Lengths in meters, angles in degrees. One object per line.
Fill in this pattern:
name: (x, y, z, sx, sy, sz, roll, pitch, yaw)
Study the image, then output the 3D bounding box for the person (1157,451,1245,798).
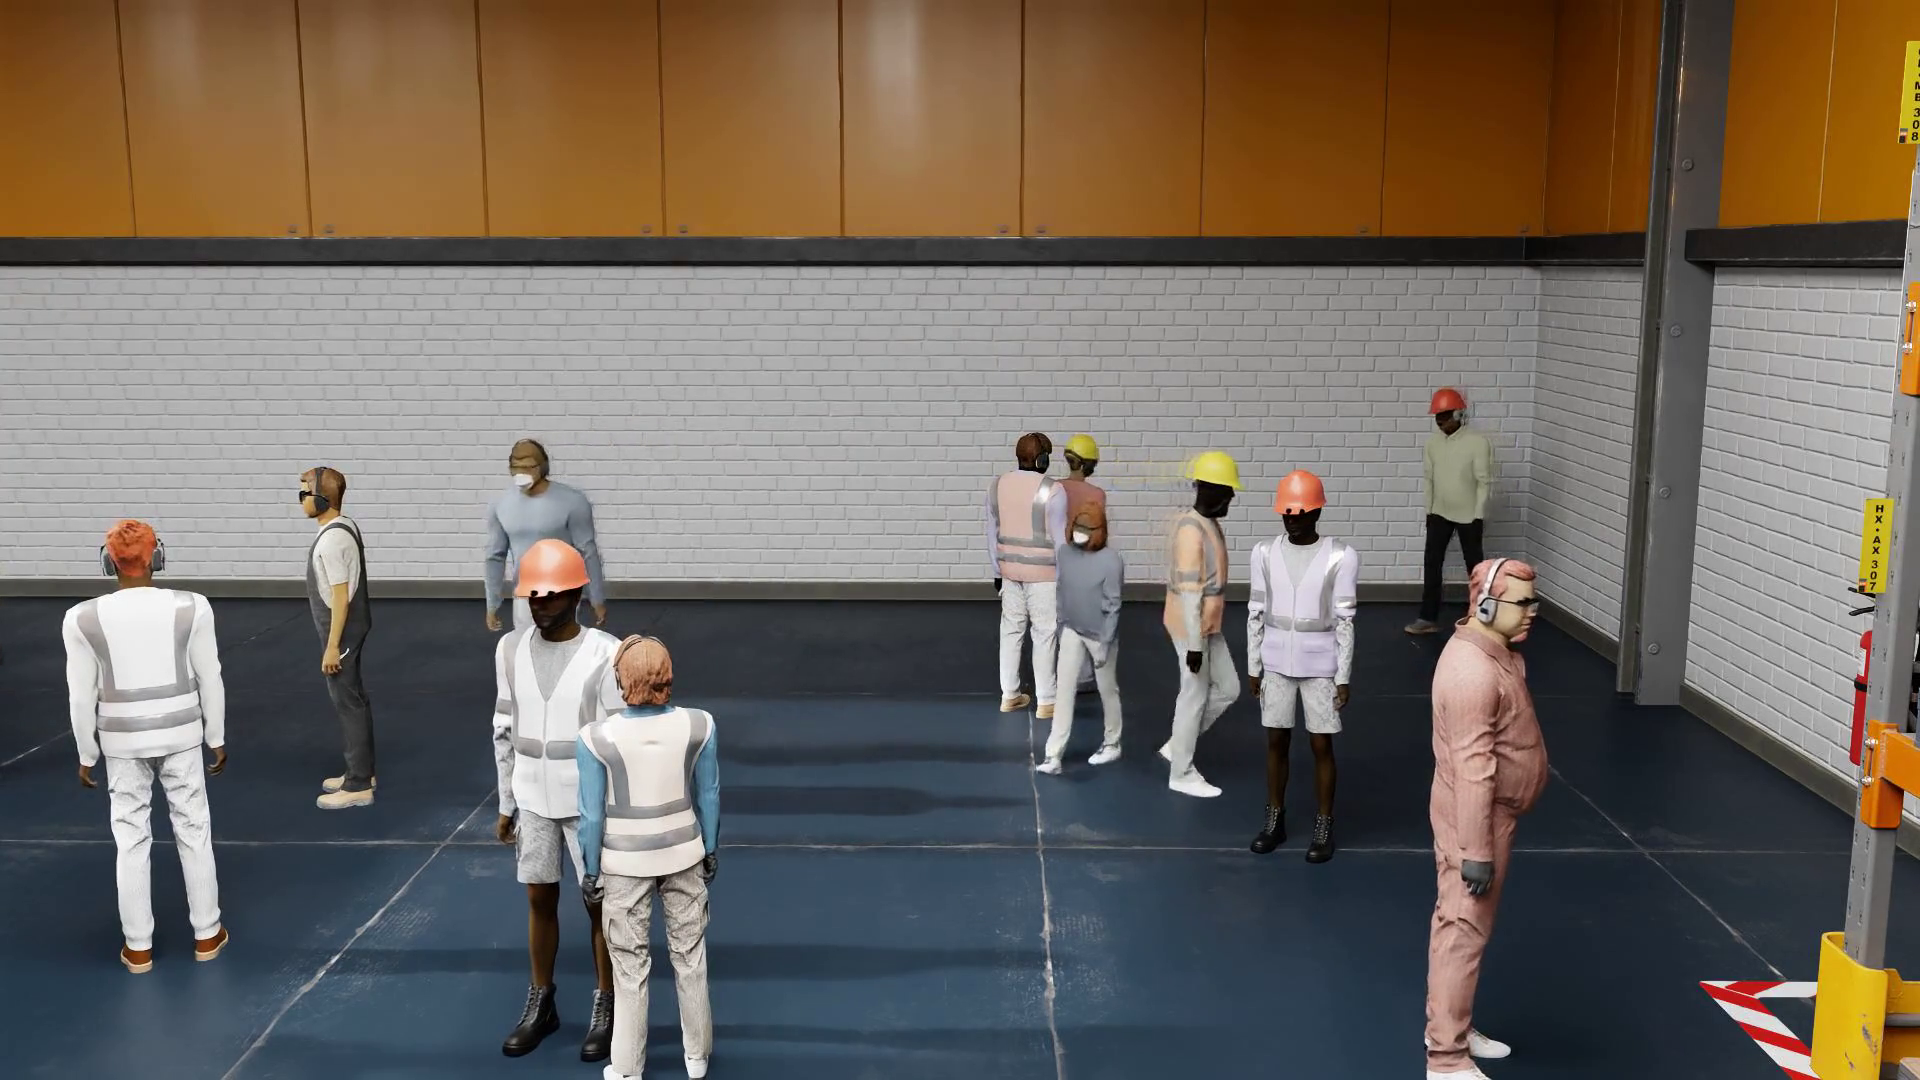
person: (1.329, 0.467, 9.066, 0.425, 1.904, 0.618, 3, 10, 18)

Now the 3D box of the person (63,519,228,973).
person: (-3.339, 0.844, 6.874, 0.573, 1.887, 0.353, -4, 10, -25)

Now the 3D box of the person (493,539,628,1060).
person: (-1.450, 0.950, 6.089, 0.545, 1.939, 0.373, 2, 10, 12)

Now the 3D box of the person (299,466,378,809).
person: (-3.340, 0.520, 8.946, 0.326, 1.843, 0.517, -2, 10, -12)

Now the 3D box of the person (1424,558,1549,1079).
person: (1.858, 1.001, 5.884, 0.401, 1.904, 0.646, 3, 10, 18)

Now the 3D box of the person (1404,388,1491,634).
person: (3.905, -0.213, 13.069, 0.700, 1.955, 0.634, -9, 13, -42)

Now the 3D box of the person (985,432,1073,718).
person: (0.472, 0.225, 10.722, 0.633, 1.843, 0.429, 7, 12, 37)

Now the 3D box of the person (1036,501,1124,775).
person: (0.706, 0.556, 9.463, 0.520, 1.585, 0.796, 8, 12, 39)

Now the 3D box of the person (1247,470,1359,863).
person: (1.651, 0.615, 8.131, 0.540, 1.931, 0.382, 5, 11, 27)

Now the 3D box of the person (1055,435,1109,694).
person: (0.809, 0.162, 11.356, 0.556, 1.757, 0.339, 9, 13, 43)

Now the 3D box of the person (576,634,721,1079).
person: (-1.081, 1.141, 5.837, 0.514, 1.641, 0.308, -5, 11, -26)

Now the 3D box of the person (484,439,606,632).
person: (-2.431, 0.353, 9.739, 0.700, 1.913, 0.480, 1, 10, 8)
